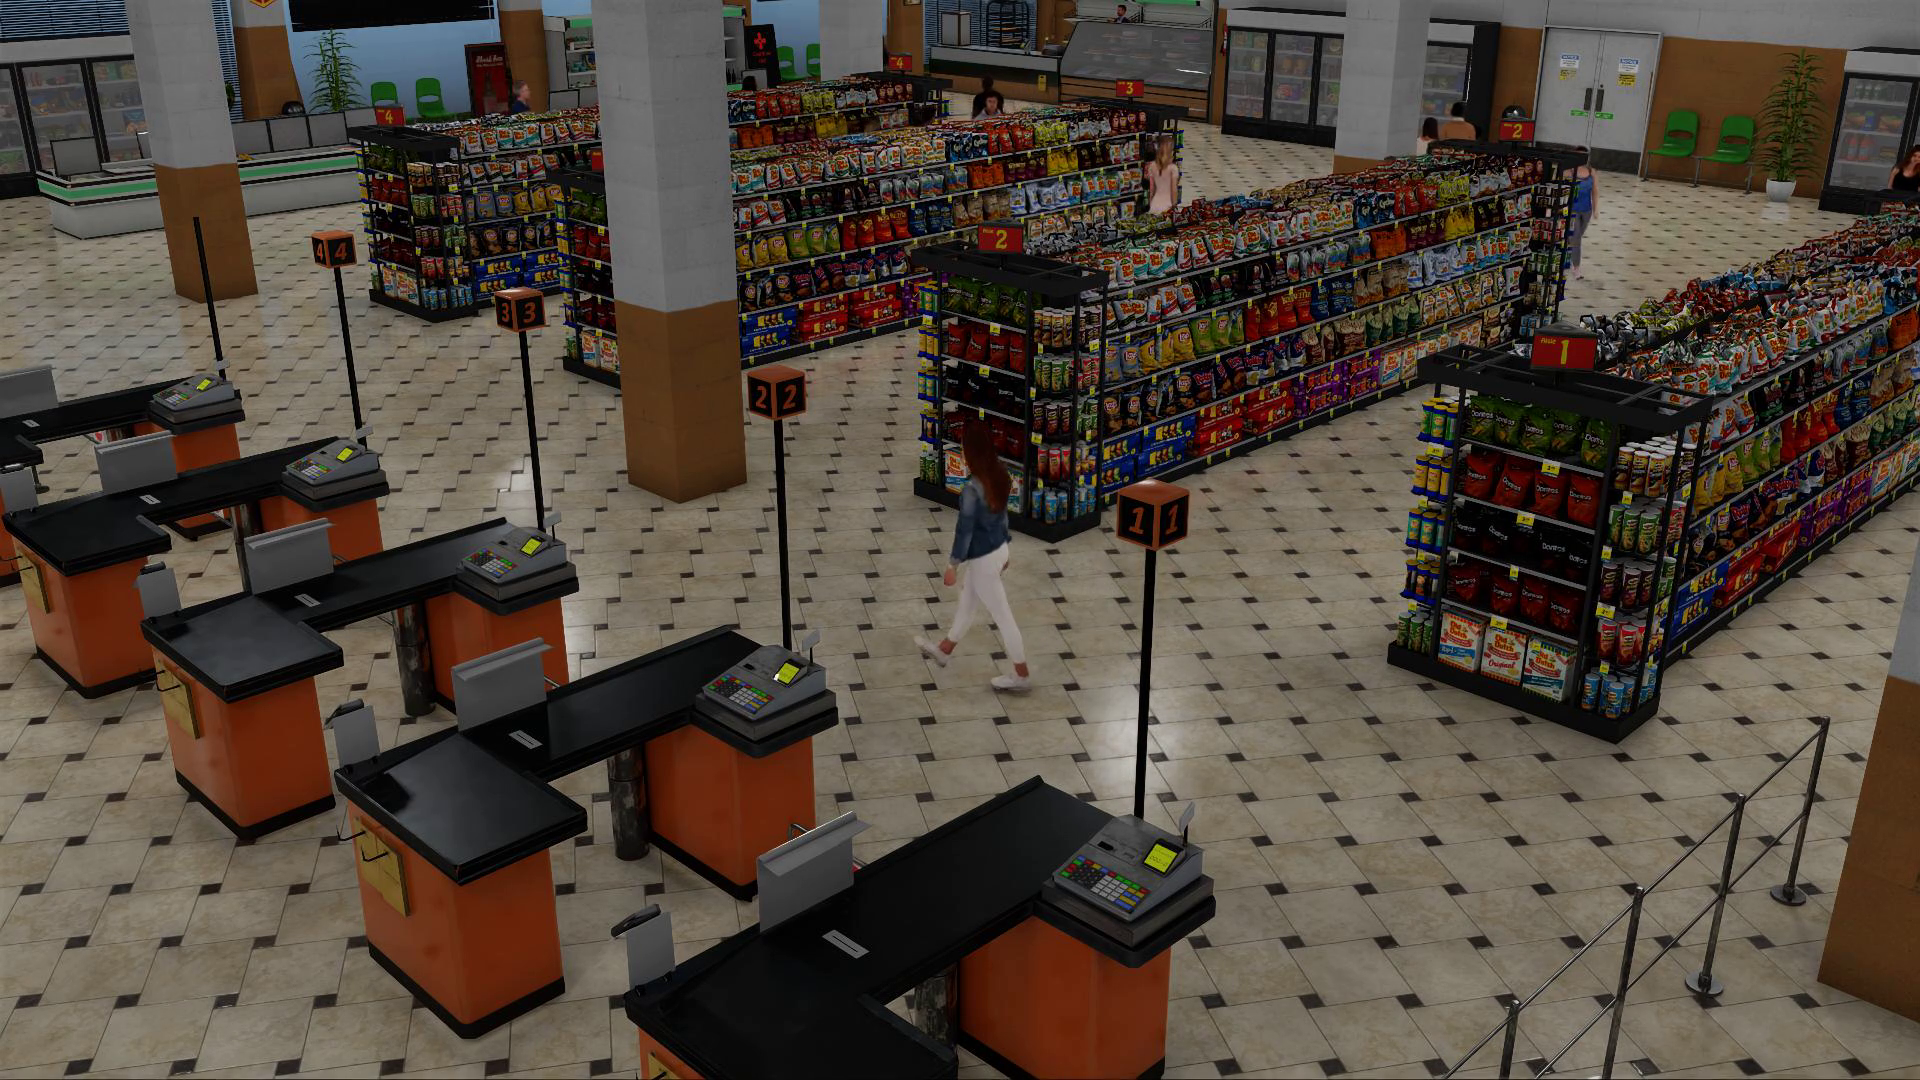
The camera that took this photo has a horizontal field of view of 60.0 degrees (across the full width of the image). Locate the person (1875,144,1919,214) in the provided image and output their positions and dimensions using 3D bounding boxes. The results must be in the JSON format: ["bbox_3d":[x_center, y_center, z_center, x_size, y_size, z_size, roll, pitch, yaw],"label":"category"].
[{"bbox_3d":[11.422,-3.963,20.175,0.620,1.697,0.665,-20,30,-41],"label":"person"}]

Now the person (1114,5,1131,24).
[{"bbox_3d":[3.719,-11.422,38.508,0.566,1.868,0.623,-20,29,-40],"label":"person"}]

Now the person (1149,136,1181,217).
[{"bbox_3d":[2.360,-3.859,19.747,0.608,1.822,0.594,17,28,37],"label":"person"}]

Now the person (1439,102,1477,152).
[{"bbox_3d":[6.897,-5.206,23.194,0.748,1.752,0.753,7,23,16],"label":"person"}]

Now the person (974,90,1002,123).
[{"bbox_3d":[0.407,-5.300,23.212,0.967,1.913,1.019,-1,22,-3],"label":"person"}]

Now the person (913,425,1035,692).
[{"bbox_3d":[0.243,0.151,9.979,0.968,1.663,1.100,9,24,21],"label":"person"}]

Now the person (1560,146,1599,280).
[{"bbox_3d":[7.628,-4.056,20.582,1.058,1.565,1.090,-1,22,-3],"label":"person"}]

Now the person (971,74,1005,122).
[{"bbox_3d":[0.453,-6.235,25.723,1.196,1.776,0.955,-12,25,-27],"label":"person"}]

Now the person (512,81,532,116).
[{"bbox_3d":[-6.507,-5.831,24.615,0.871,1.852,0.824,-4,22,-11],"label":"person"}]

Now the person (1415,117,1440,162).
[{"bbox_3d":[6.146,-4.801,22.345,1.124,1.633,0.739,-17,27,-36],"label":"person"}]
